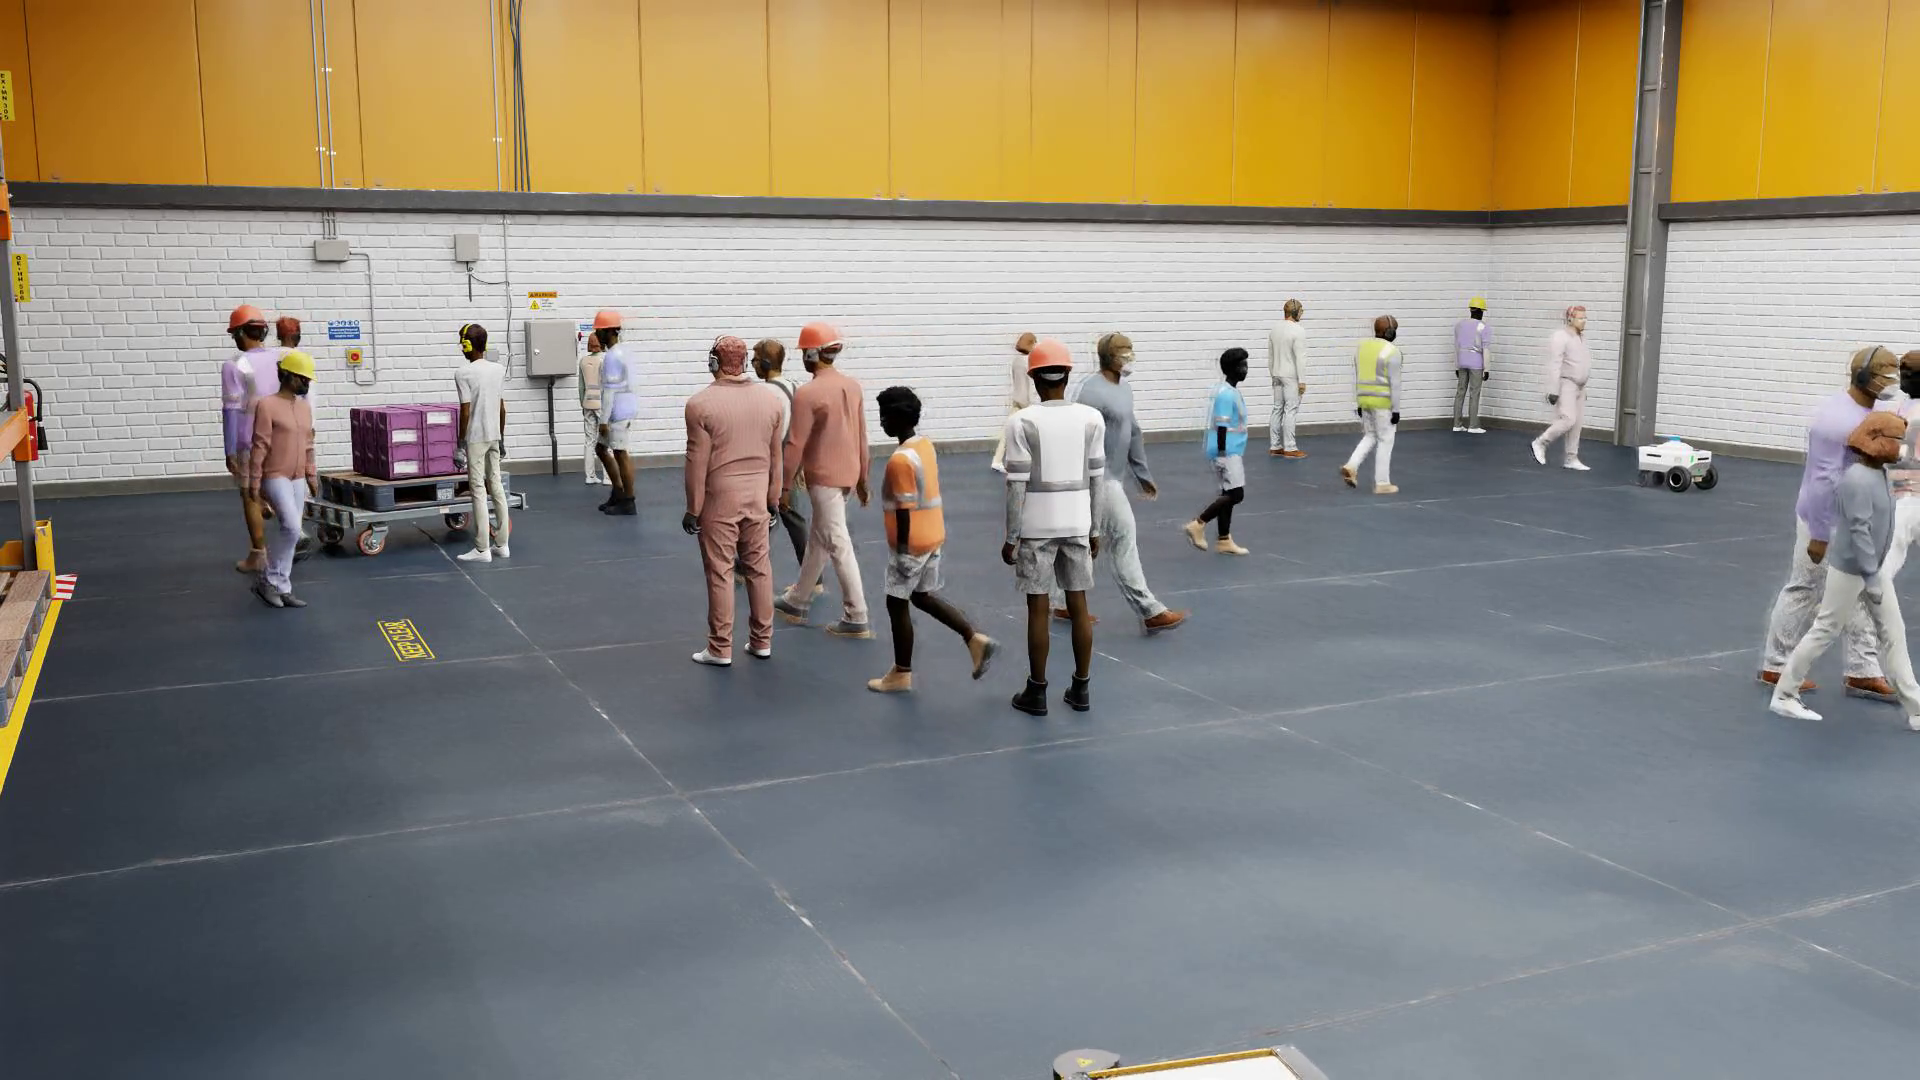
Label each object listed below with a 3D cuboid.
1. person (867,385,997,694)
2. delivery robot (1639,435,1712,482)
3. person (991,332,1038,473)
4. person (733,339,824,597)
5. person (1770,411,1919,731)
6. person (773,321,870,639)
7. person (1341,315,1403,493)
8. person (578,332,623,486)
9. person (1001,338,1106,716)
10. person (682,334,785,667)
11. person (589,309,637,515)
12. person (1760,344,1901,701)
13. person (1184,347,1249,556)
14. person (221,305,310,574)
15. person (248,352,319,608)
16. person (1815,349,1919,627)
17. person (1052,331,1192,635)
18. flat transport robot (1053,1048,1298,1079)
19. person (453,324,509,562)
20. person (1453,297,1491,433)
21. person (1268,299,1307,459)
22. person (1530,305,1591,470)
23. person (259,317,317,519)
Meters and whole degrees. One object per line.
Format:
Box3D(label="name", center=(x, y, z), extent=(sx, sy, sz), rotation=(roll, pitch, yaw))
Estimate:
Box3D(label="person", center=(-0.170, 0.015, 8.808), extent=(0.634, 1.670, 0.563), rotation=(3, 10, 18))
Box3D(label="delivery robot", center=(7.459, -0.851, 17.371), extent=(0.477, 0.478, 0.707), rotation=(-5, 10, -28))
Box3D(label="person", center=(0.709, -1.549, 18.778), extent=(0.839, 1.593, 0.511), rotation=(-5, 11, -31))
Box3D(label="person", center=(-1.371, -0.495, 11.636), extent=(0.977, 1.789, 0.515), rotation=(2, 9, 15))
Box3D(label="person", center=(4.508, 0.157, 8.231), extent=(0.507, 1.582, 0.862), rotation=(-8, 12, -42))
Box3D(label="person", center=(-0.940, -0.377, 10.374), extent=(0.962, 1.950, 0.652), rotation=(5, 10, 29))
Box3D(label="person", center=(4.249, -1.375, 16.976), extent=(0.527, 1.829, 0.641), rotation=(-5, 10, -28))
Box3D(label="person", center=(-3.825, -1.390, 17.646), extent=(0.517, 1.639, 0.313), rotation=(6, 11, 32))
Box3D(label="person", center=(0.466, -0.063, 8.525), extent=(0.543, 1.927, 0.375), rotation=(-3, 10, -18))
Box3D(label="person", center=(-1.323, -0.226, 9.603), extent=(0.651, 1.907, 0.409), rotation=(-8, 12, -40))
Box3D(label="person", center=(-3.253, -1.171, 15.418), extent=(0.530, 1.919, 0.580), rotation=(-1, 9, -3))
Box3D(label="person", center=(4.673, -0.076, 8.749), extent=(0.645, 1.889, 0.811), rotation=(-7, 11, -36))
Box3D(label="person", center=(2.079, -0.687, 13.172), extent=(0.427, 1.682, 0.540), rotation=(2, 9, 12))
Box3D(label="person", center=(-5.231, -0.741, 12.445), extent=(0.539, 2.021, 0.629), rotation=(5, 10, 26))
Box3D(label="person", center=(-4.513, -0.394, 11.183), extent=(0.417, 1.726, 0.573), rotation=(2, 9, 14))
Box3D(label="person", center=(6.012, -0.305, 10.496), extent=(1.011, 1.787, 0.607), rotation=(2, 9, 10))
Box3D(label="person", center=(1.008, -0.354, 10.427), extent=(0.986, 1.885, 0.651), rotation=(4, 10, 21))
Box3D(label="flat transport robot", center=(0.720, 1.528, 3.780), extent=(0.652, 0.197, 1.431), rotation=(-3, 10, -15))
Box3D(label="person", center=(-3.765, -0.758, 13.040), extent=(0.328, 1.865, 0.508), rotation=(5, 10, 27))
Box3D(label="person", center=(7.214, -2.455, 23.402), extent=(0.388, 1.919, 0.582), rotation=(-7, 12, -39))
Box3D(label="person", center=(3.995, -1.959, 20.252), extent=(0.354, 1.937, 0.635), rotation=(-4, 10, -26))
Box3D(label="person", center=(6.948, -1.739, 19.050), extent=(0.653, 1.893, 0.536), rotation=(-9, 13, -43))
Box3D(label="person", center=(-6.149, -1.099, 15.148), extent=(0.576, 1.863, 0.769), rotation=(1, 9, 9))
